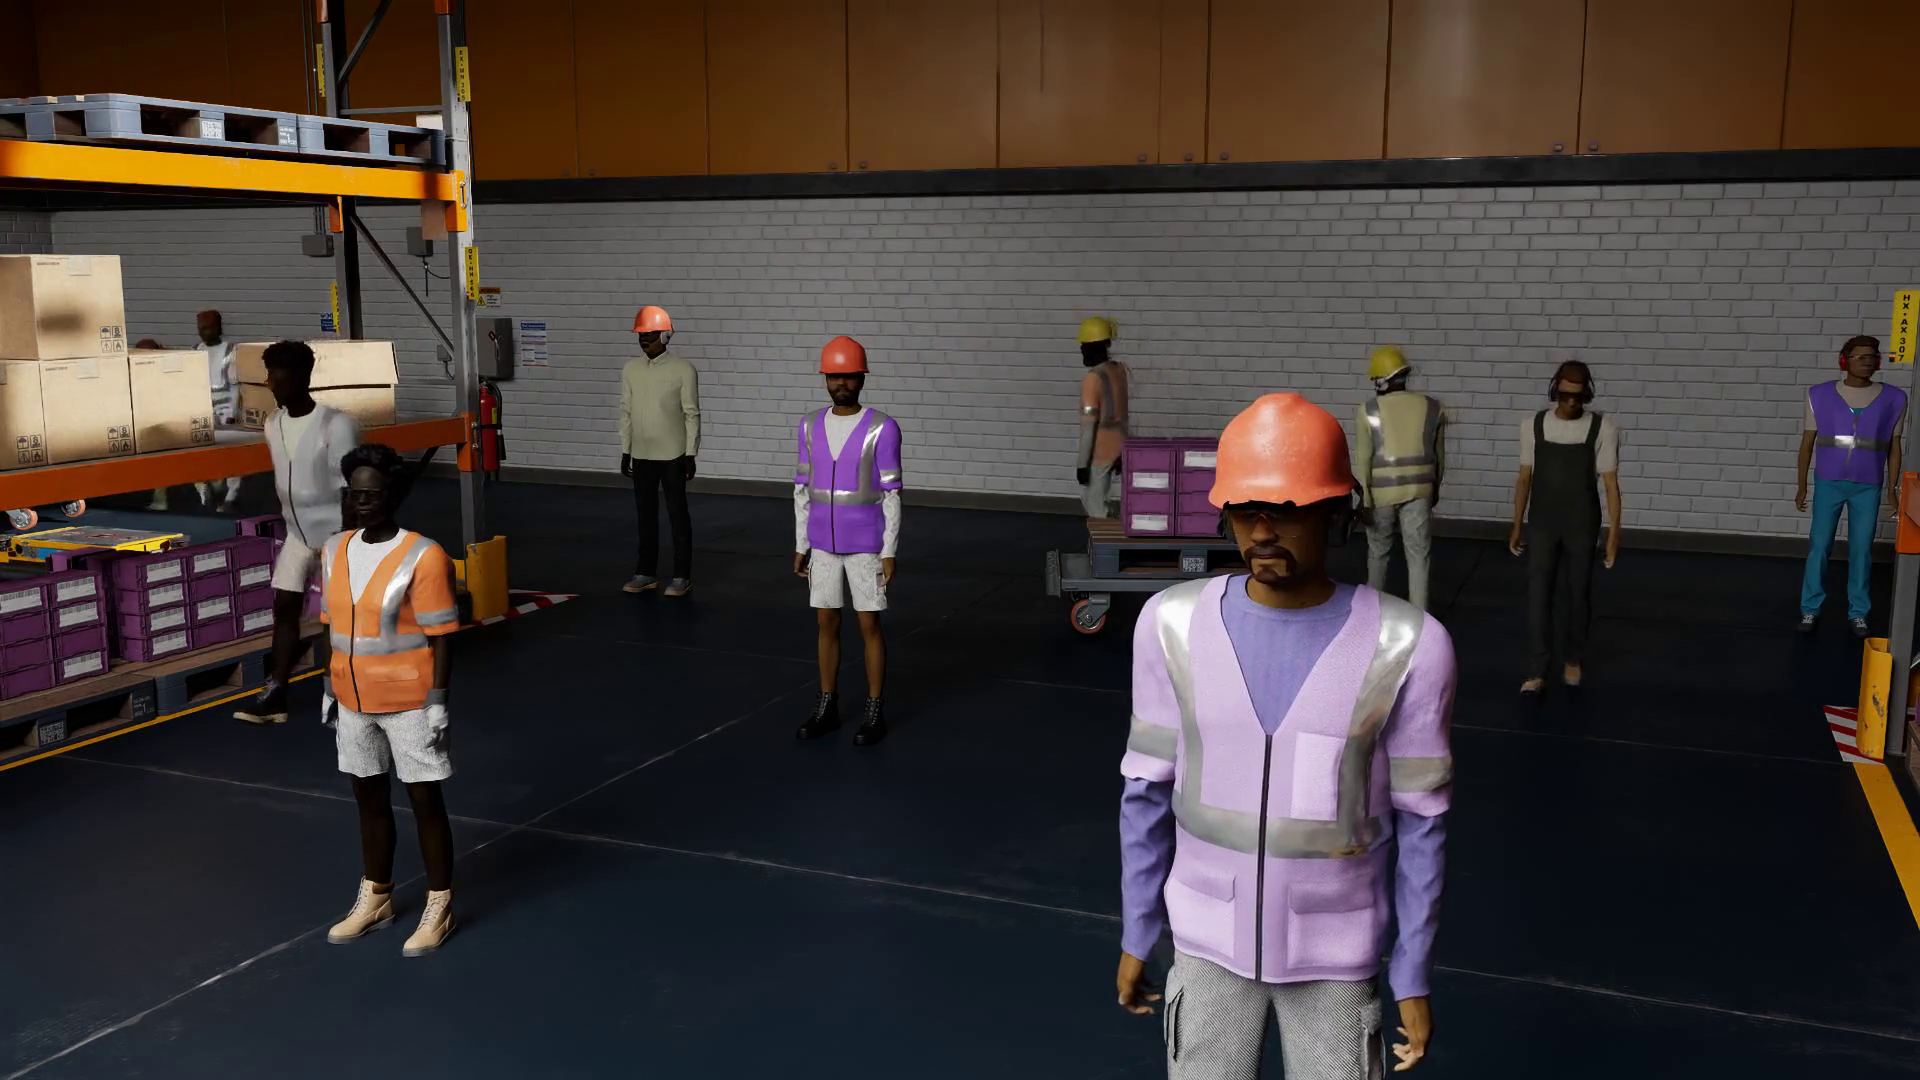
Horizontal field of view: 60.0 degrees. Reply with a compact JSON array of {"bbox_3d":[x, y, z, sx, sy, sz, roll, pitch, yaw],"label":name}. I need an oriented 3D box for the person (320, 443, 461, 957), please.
[{"bbox_3d":[-1.896,0.523,5.500,0.540,1.700,0.316,4,10,22],"label":"person"}]

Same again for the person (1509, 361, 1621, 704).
[{"bbox_3d":[3.170,-0.048,8.733,0.560,1.778,1.005,4,10,25],"label":"person"}]

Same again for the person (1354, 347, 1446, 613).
[{"bbox_3d":[2.718,-0.303,10.320,0.604,1.768,0.980,0,9,2],"label":"person"}]

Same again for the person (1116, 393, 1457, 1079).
[{"bbox_3d":[0.584,0.747,3.109,0.615,2.043,0.373,4,10,22],"label":"person"}]

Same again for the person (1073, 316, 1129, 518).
[{"bbox_3d":[0.982,-0.626,11.822,0.415,1.911,0.621,5,11,28],"label":"person"}]

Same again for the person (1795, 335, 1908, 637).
[{"bbox_3d":[5.465,-0.334,10.241,0.571,1.849,0.382,4,10,22],"label":"person"}]

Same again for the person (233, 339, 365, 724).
[{"bbox_3d":[-3.209,-0.038,8.270,0.615,1.907,0.929,4,10,21],"label":"person"}]

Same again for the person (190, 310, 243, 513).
[{"bbox_3d":[-6.802,-1.170,15.248,0.570,1.866,0.423,2,10,10],"label":"person"}]

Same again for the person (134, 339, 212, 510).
[{"bbox_3d":[-7.267,-1.045,15.280,0.696,1.606,0.537,5,10,26],"label":"person"}]

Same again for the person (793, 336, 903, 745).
[{"bbox_3d":[-0.546,0.006,7.901,0.552,1.942,0.342,4,10,22],"label":"person"}]

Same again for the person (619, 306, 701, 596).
[{"bbox_3d":[-2.086,-0.611,11.483,0.622,1.994,0.381,4,10,22],"label":"person"}]

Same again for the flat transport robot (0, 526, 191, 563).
[{"bbox_3d":[-6.591,0.058,12.639,1.431,0.197,0.652,4,10,22],"label":"flat transport robot"}]
